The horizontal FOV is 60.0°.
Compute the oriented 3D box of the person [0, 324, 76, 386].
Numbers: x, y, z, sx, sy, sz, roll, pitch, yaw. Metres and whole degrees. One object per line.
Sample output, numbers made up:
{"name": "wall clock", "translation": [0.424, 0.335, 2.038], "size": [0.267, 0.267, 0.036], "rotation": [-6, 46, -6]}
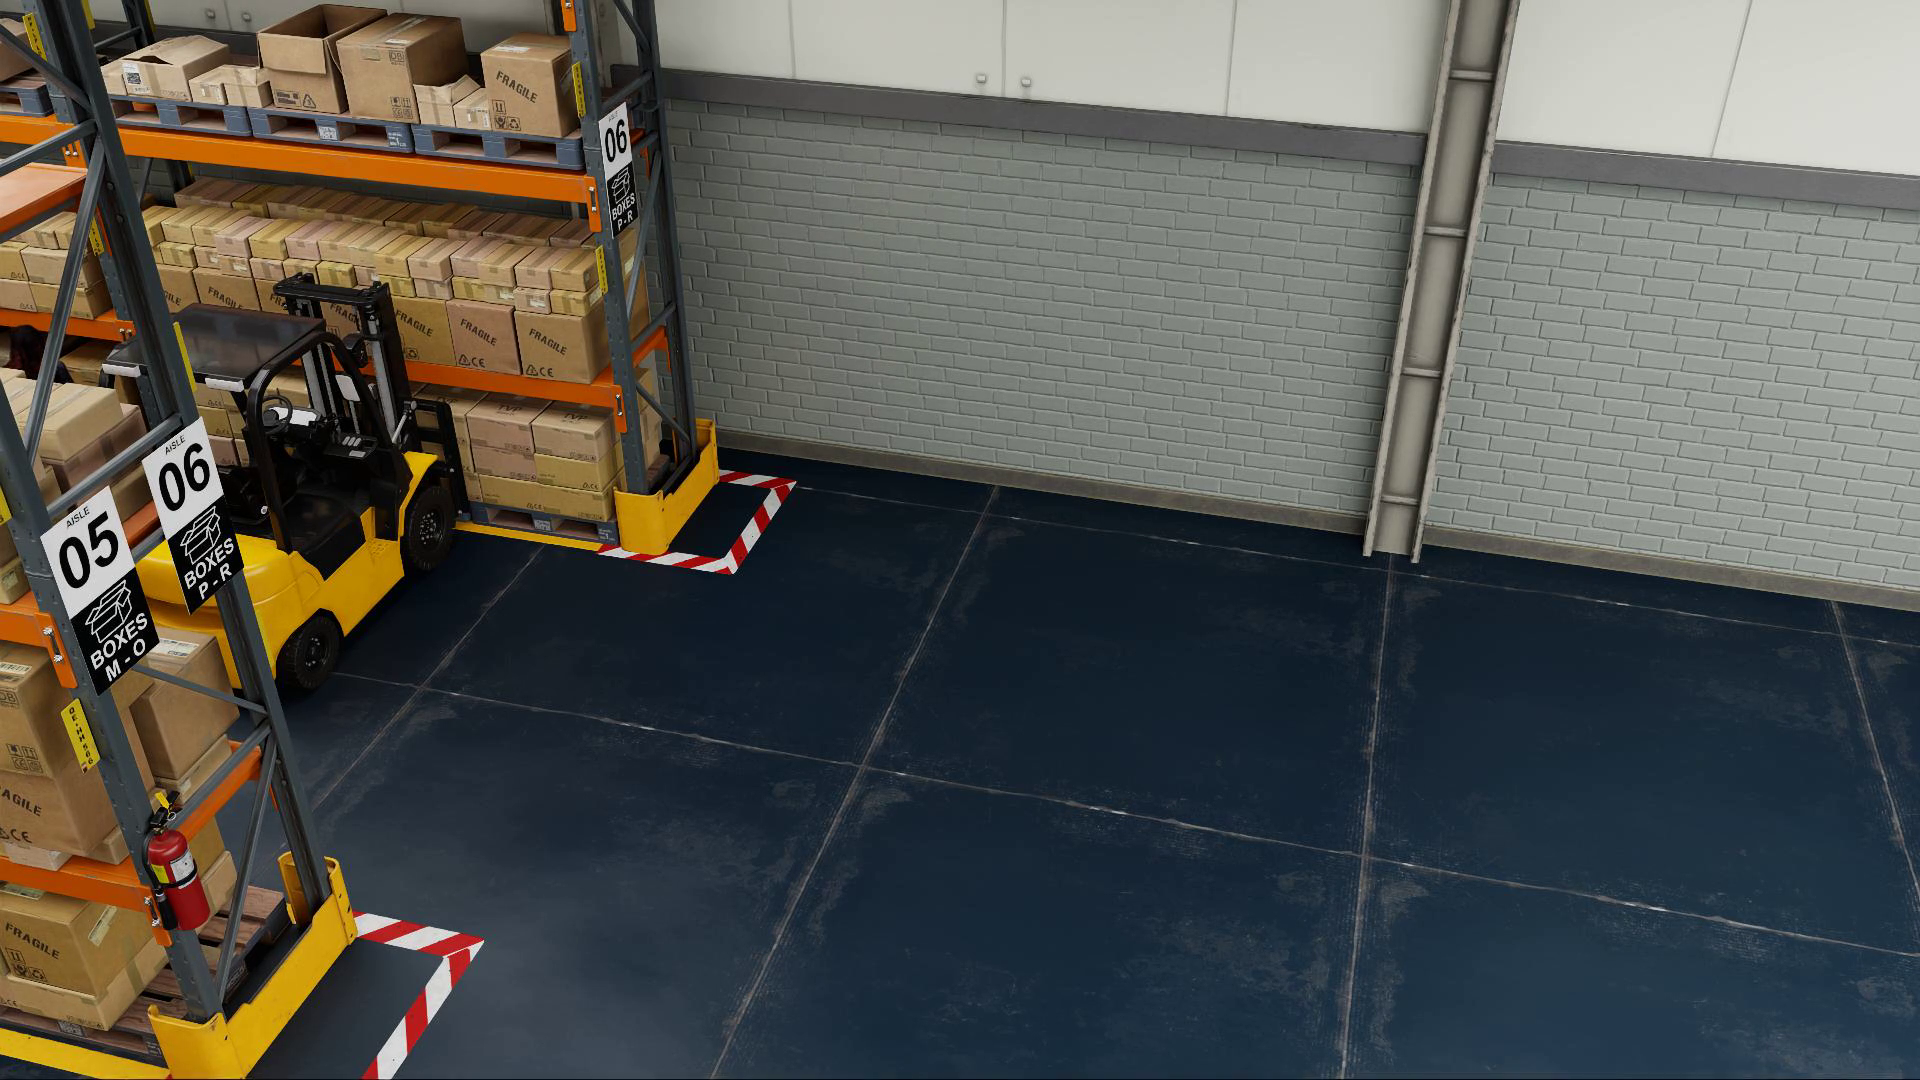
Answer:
{"name": "person", "translation": [-6.508, -0.803, 11.976], "size": [0.661, 1.632, 0.780], "rotation": [-8, 34, -12]}
